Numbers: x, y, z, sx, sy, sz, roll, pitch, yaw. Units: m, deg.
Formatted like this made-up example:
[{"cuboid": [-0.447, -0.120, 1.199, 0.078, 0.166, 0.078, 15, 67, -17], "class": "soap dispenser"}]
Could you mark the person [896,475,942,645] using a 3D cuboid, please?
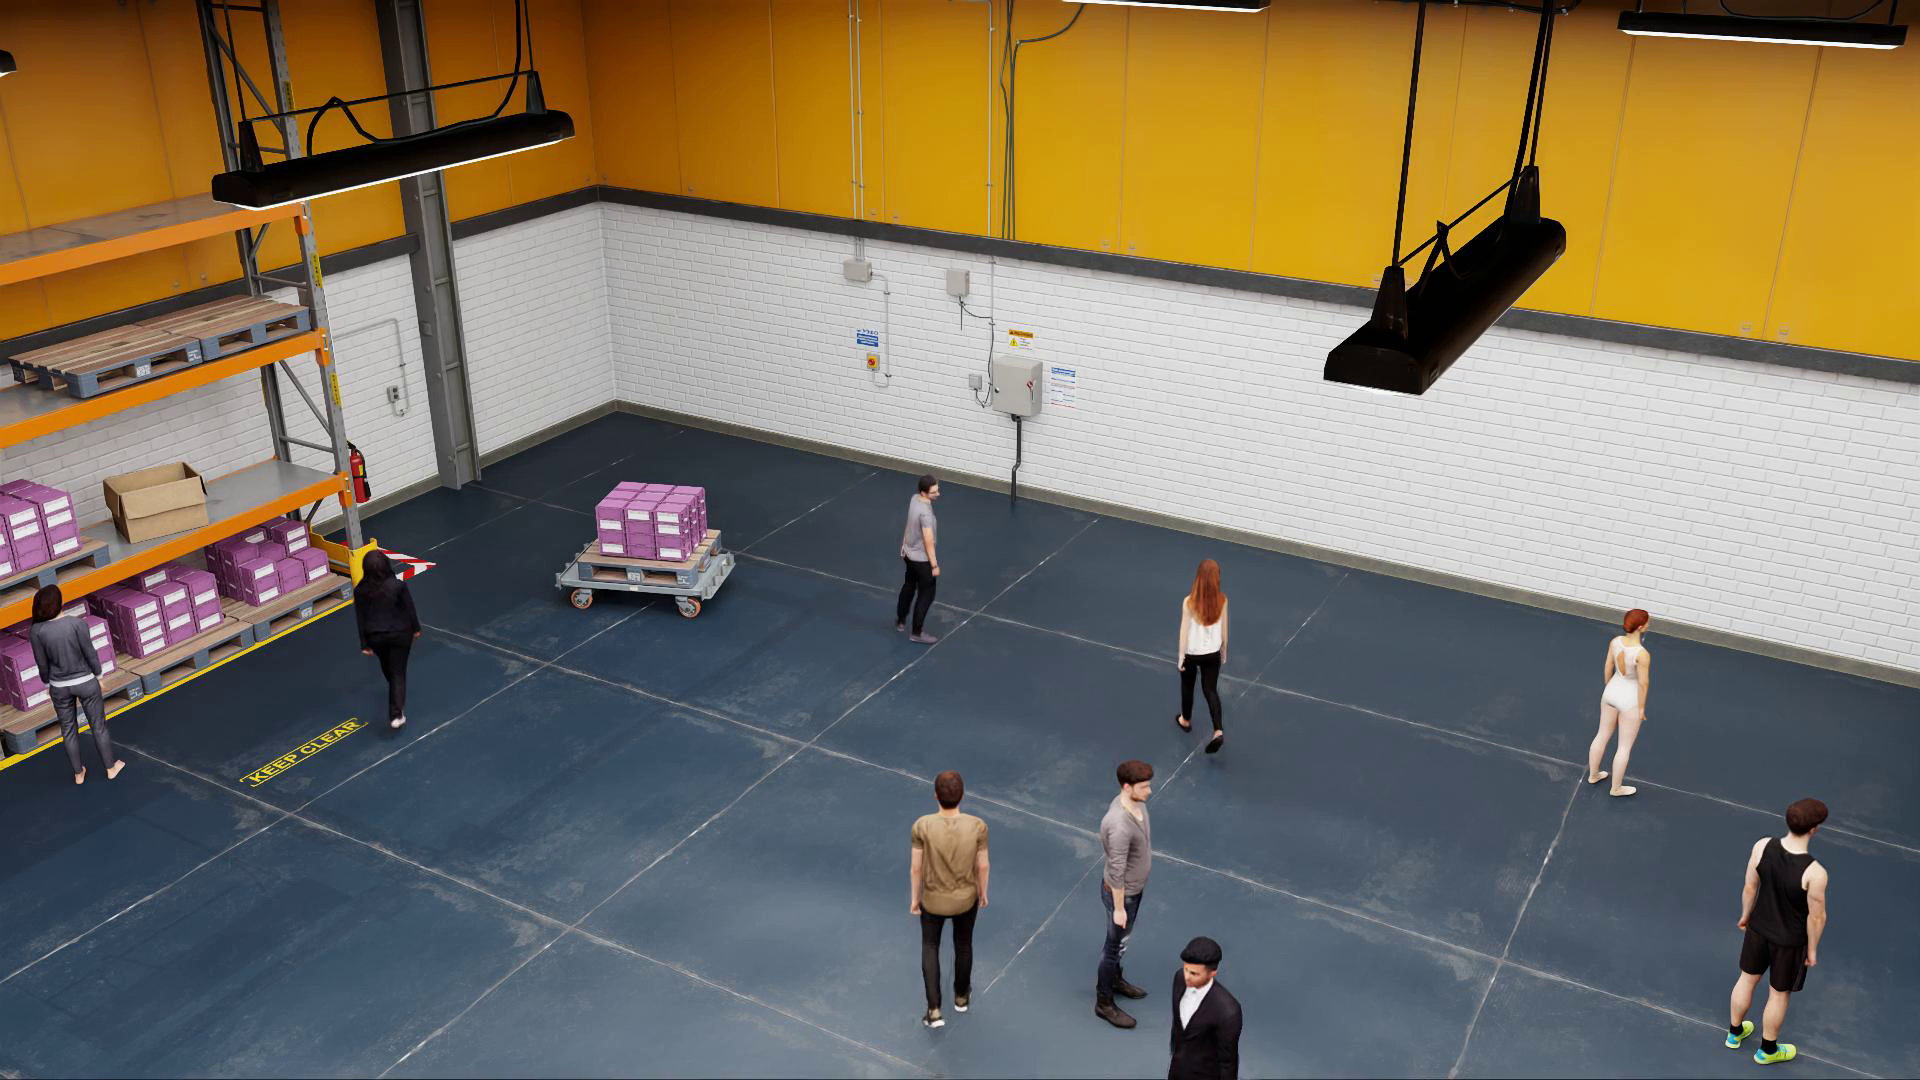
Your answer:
[{"cuboid": [-0.437, 0.154, 16.030, 0.887, 1.730, 0.899, -15, 28, -31], "class": "person"}]

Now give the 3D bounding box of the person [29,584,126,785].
[{"cuboid": [-7.276, 1.174, 13.648, 0.674, 1.767, 0.742, -7, 25, -16], "class": "person"}]

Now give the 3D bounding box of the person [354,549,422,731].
[{"cuboid": [-4.991, 0.895, 14.530, 1.069, 1.572, 1.213, -3, 24, -6], "class": "person"}]

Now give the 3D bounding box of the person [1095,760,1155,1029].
[{"cuboid": [1.072, 2.282, 10.946, 0.803, 1.903, 0.571, 7, 25, 16], "class": "person"}]

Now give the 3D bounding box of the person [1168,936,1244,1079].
[{"cuboid": [1.425, 2.996, 9.356, 1.089, 1.867, 0.985, -12, 26, -26], "class": "person"}]

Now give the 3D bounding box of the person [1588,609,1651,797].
[{"cuboid": [5.384, 1.300, 13.513, 0.634, 1.644, 0.620, -12, 26, -25], "class": "person"}]

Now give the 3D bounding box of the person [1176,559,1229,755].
[{"cuboid": [2.091, 1.010, 14.111, 1.017, 1.697, 1.113, -5, 24, -12], "class": "person"}]

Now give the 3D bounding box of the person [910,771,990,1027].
[{"cuboid": [-0.070, 2.354, 10.850, 0.913, 1.847, 1.010, -1, 24, -1], "class": "person"}]

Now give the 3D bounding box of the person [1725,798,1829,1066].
[{"cuboid": [5.181, 2.470, 10.528, 0.745, 1.892, 0.761, -15, 28, -31], "class": "person"}]
